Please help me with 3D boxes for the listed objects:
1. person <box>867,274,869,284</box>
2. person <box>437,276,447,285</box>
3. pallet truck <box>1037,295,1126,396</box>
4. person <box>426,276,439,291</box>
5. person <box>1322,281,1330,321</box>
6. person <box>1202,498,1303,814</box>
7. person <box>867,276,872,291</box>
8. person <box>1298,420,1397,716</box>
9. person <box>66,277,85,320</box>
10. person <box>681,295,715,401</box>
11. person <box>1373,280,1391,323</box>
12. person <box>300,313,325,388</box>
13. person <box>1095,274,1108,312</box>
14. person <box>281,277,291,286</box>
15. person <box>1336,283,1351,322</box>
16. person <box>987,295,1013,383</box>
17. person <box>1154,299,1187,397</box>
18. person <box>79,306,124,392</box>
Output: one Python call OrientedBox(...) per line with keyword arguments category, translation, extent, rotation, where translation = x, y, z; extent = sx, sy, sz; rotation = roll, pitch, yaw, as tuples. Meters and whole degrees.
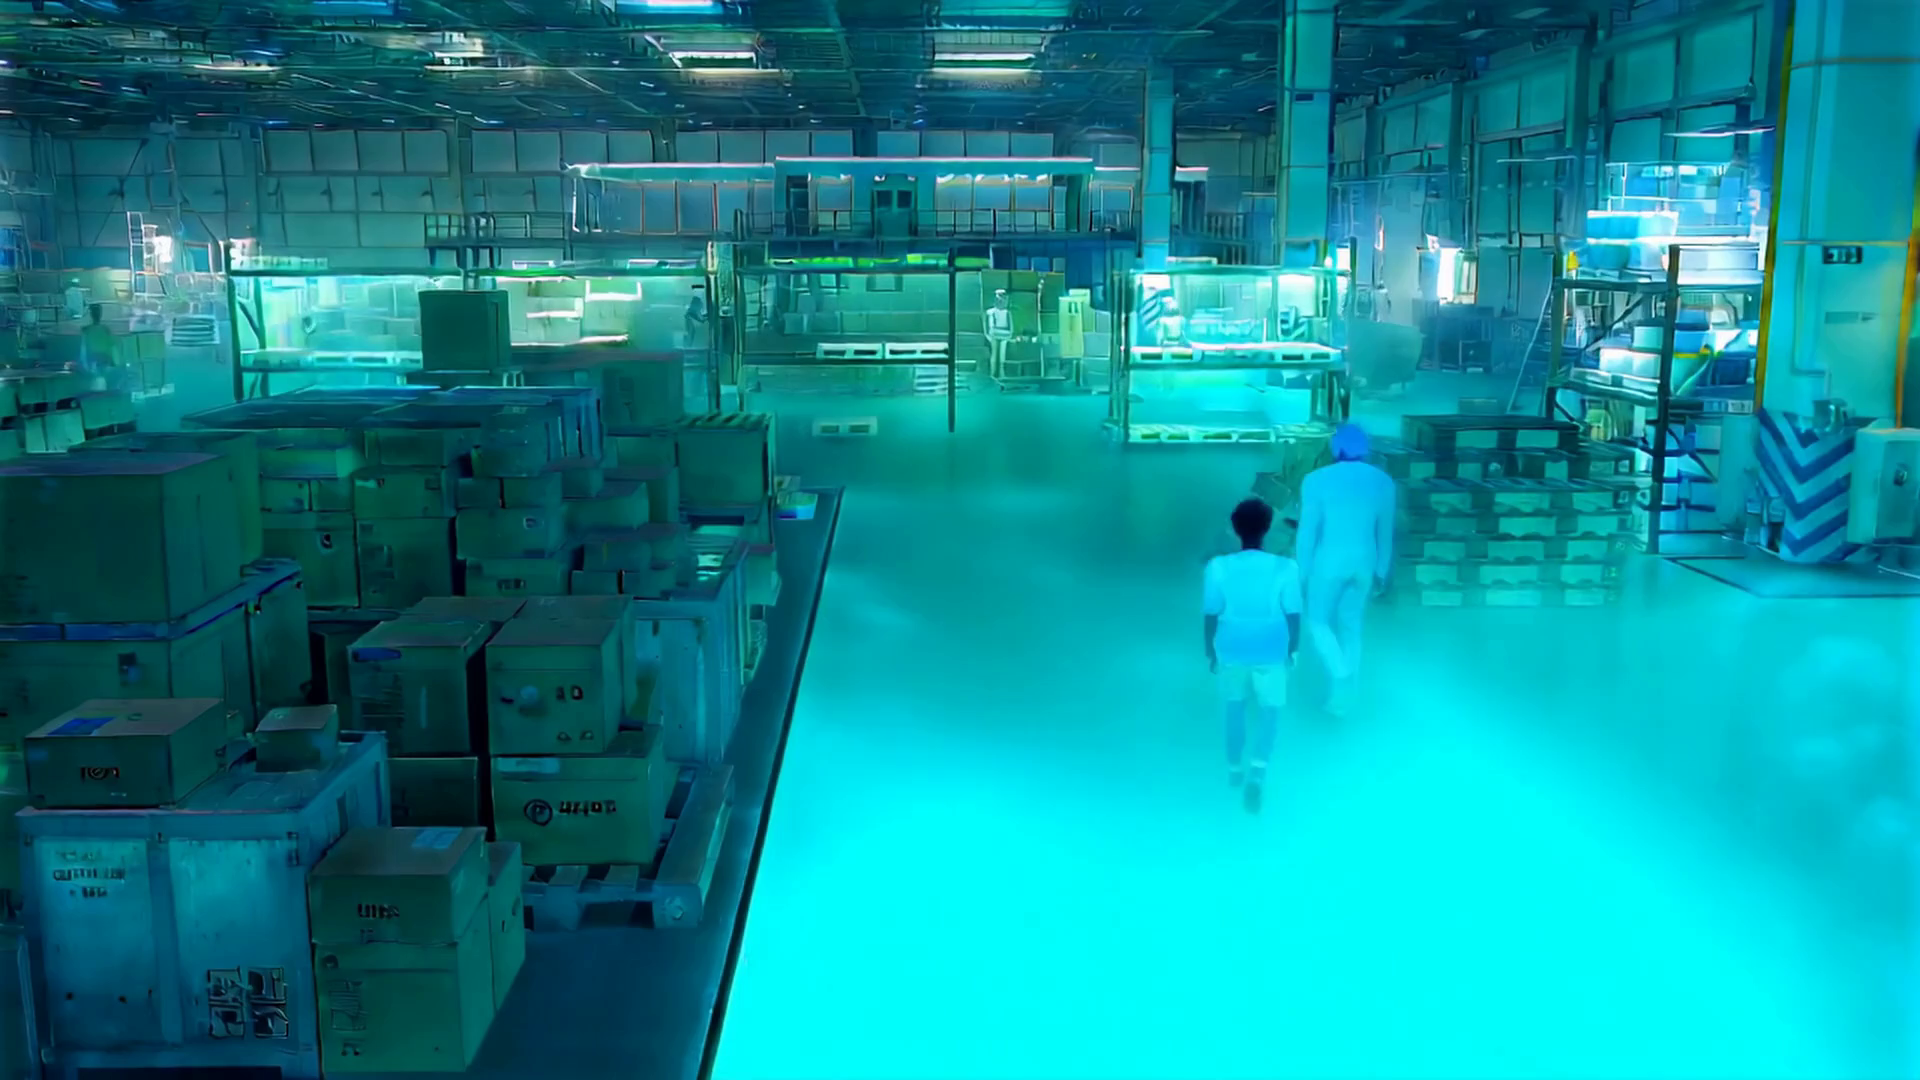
OrientedBox(category="person", translation=(-3.341, -8.493, 58.963), extent=(0.542, 1.928, 0.399), rotation=(-4, 11, -19))
OrientedBox(category="person", translation=(-15.955, -7.211, 51.694), extent=(0.784, 1.972, 0.617), rotation=(-9, 13, -40))
OrientedBox(category="pallet truck", translation=(2.483, -3.881, 33.060), extent=(1.885, 1.965, 0.823), rotation=(-7, 13, -36))
OrientedBox(category="person", translation=(-19.992, -9.173, 63.137), extent=(0.593, 1.795, 0.911), rotation=(0, 10, 3))
OrientedBox(category="person", translation=(11.616, -7.389, 53.179), extent=(0.987, 1.803, 0.520), rotation=(-7, 12, -33))
OrientedBox(category="person", translation=(1.547, 0.615, 8.907), extent=(0.533, 1.675, 0.696), rotation=(3, 11, 18))
OrientedBox(category="person", translation=(-3.125, -8.169, 57.382), extent=(0.881, 1.858, 0.585), rotation=(-3, 10, -14))
OrientedBox(category="person", translation=(2.448, 0.200, 10.536), extent=(0.644, 1.919, 0.513), rotation=(-2, 10, -10))
OrientedBox(category="person", translation=(-28.085, -7.398, 52.887), extent=(0.542, 1.912, 0.447), rotation=(0, 10, 0))
OrientedBox(category="person", translation=(-4.932, -3.630, 31.540), extent=(0.808, 2.000, 0.682), rotation=(7, 12, 35))
OrientedBox(category="person", translation=(13.201, -7.206, 51.989), extent=(0.522, 1.854, 0.429), rotation=(4, 11, 20))
OrientedBox(category="person", translation=(-10.821, -2.820, 27.556), extent=(0.682, 1.848, 0.531), rotation=(-1, 10, -3))
OrientedBox(category="person", translation=(4.931, -8.298, 57.930), extent=(0.396, 1.910, 0.586), rotation=(-7, 12, -33))
OrientedBox(category="person", translation=(-24.688, -8.768, 61.024), extent=(0.489, 1.729, 0.376), rotation=(-1, 10, -6))
OrientedBox(category="person", translation=(11.181, -6.540, 48.350), extent=(0.629, 1.828, 0.438), rotation=(-7, 12, -35))
OrientedBox(category="person", translation=(0.865, -4.336, 35.909), extent=(0.574, 1.886, 0.361), rotation=(-2, 10, -9))
OrientedBox(category="person", translation=(4.120, -3.748, 32.512), extent=(0.621, 1.927, 0.450), rotation=(-1, 10, -6))
OrientedBox(category="person", translation=(-15.182, -3.182, 29.425), extent=(0.603, 1.897, 1.034), rotation=(1, 10, 7))
